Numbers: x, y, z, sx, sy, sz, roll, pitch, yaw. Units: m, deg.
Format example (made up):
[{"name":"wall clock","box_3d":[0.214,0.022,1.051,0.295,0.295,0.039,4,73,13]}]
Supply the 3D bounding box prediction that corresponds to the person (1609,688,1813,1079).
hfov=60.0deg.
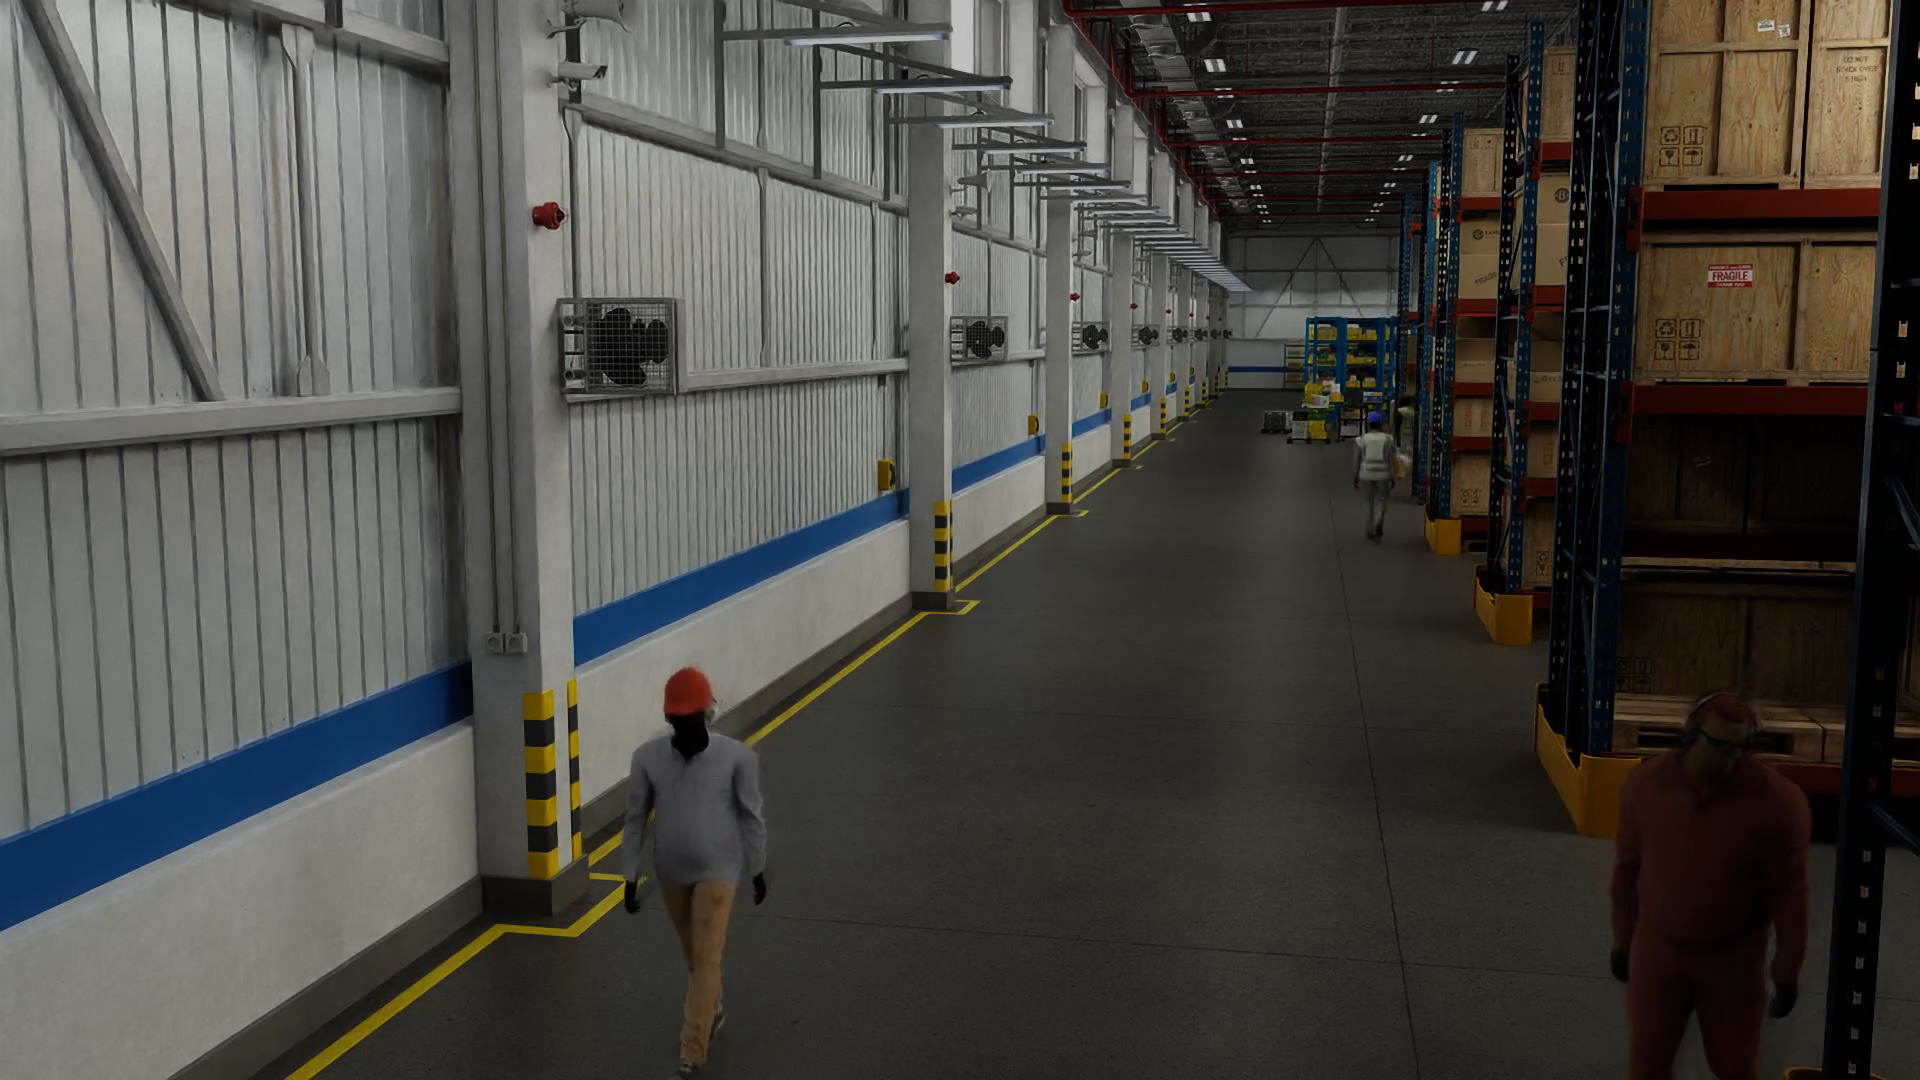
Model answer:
[{"name":"person","box_3d":[2.662,1.432,5.933,0.666,1.880,0.668,5,8,32]}]

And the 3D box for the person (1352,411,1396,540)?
[{"name":"person","box_3d":[6.223,-0.975,25.006,0.642,1.916,0.736,2,7,15]}]

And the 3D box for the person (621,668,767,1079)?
[{"name":"person","box_3d":[-1.134,1.382,6.959,0.590,1.702,0.908,1,7,10]}]

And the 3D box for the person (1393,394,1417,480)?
[{"name":"person","box_3d":[9.293,-2.137,34.688,0.631,1.827,0.553,-5,9,-37]}]
